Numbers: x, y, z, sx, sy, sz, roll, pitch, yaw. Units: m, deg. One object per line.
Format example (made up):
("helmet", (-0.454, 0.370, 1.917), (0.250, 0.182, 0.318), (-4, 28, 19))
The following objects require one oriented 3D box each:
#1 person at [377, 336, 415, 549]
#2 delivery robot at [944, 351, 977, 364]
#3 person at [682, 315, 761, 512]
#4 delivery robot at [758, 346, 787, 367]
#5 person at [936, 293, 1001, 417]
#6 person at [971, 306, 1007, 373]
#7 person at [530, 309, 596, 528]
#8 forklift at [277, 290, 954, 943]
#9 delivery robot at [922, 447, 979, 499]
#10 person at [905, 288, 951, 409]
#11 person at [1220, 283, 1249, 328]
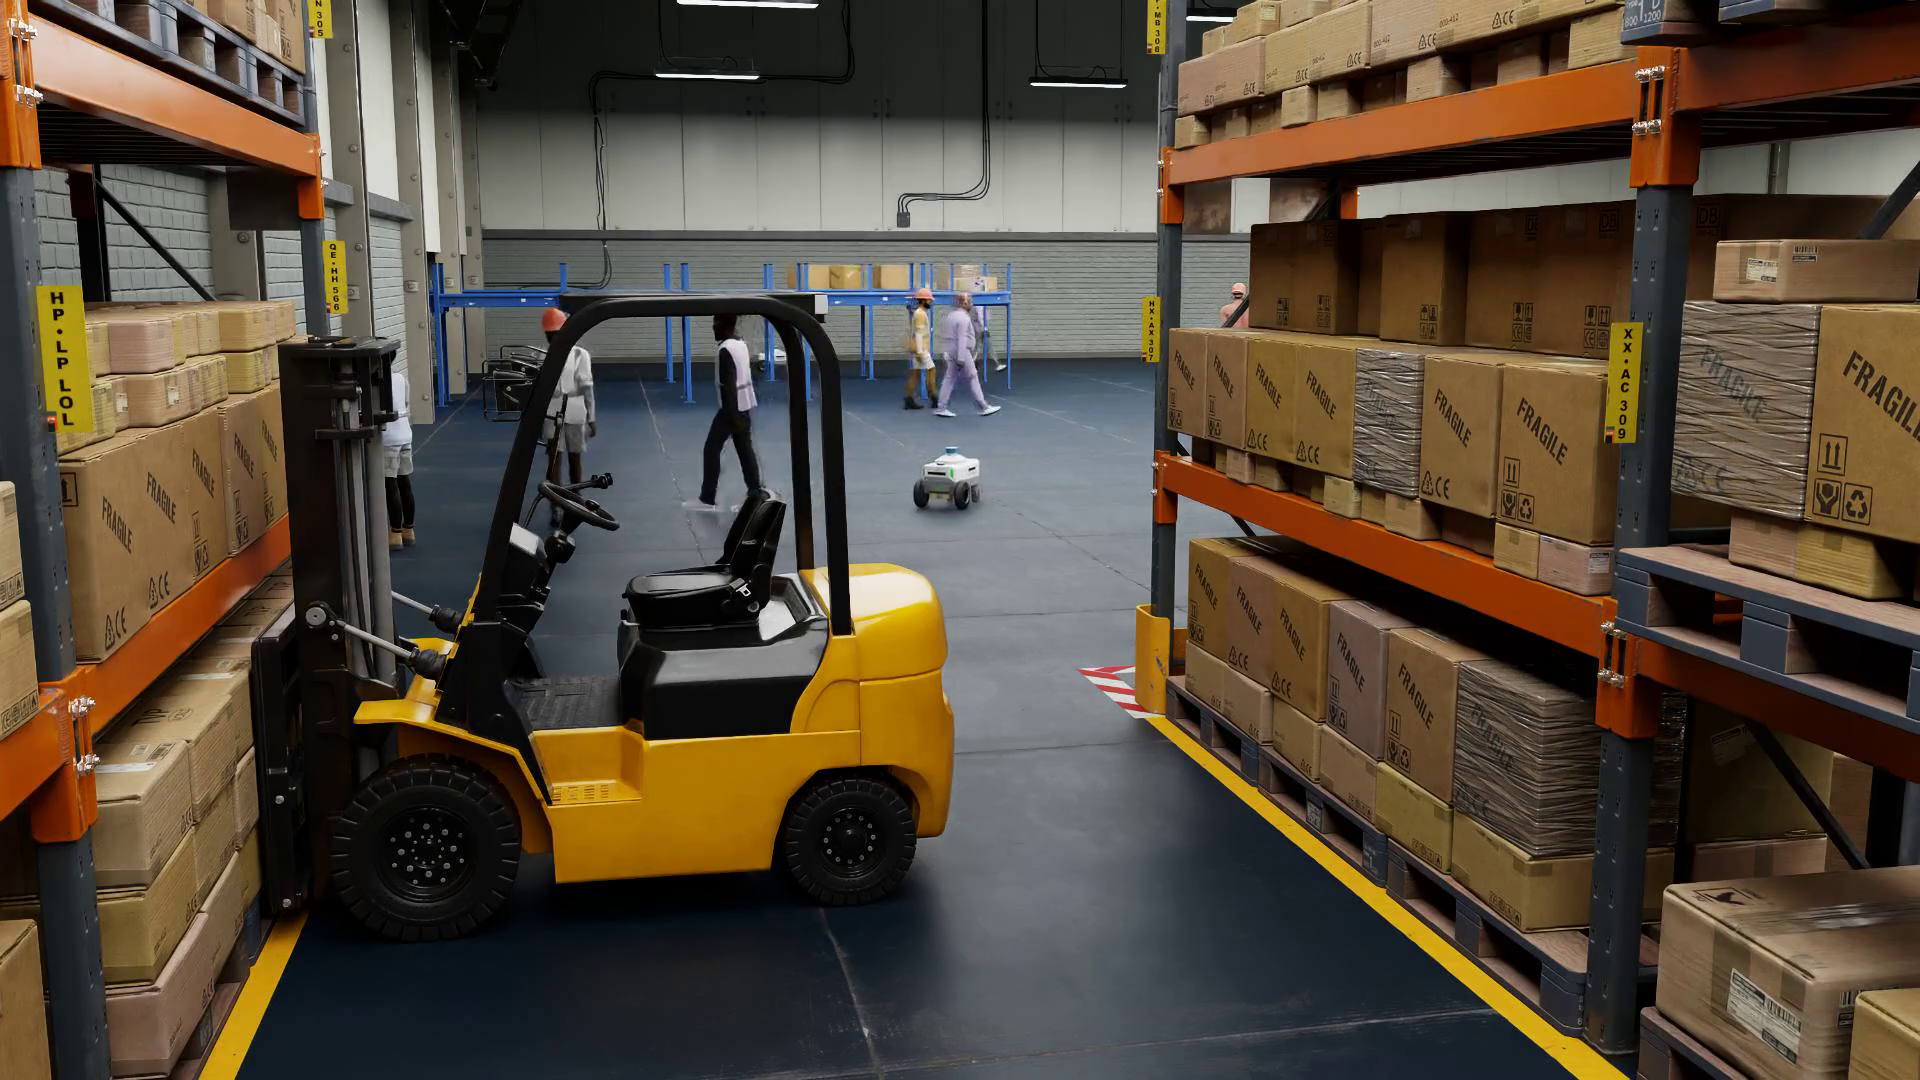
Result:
("person", (-4.580, -0.779, 13.336), (0.322, 1.697, 0.531), (1, 9, 8))
("delivery robot", (0.007, -3.993, 36.249), (0.707, 0.478, 0.477), (2, 10, 10))
("person", (-2.208, -1.194, 15.285), (0.869, 1.881, 0.611), (2, 9, 10))
("delivery robot", (-3.980, -3.937, 35.907), (0.707, 0.478, 0.477), (1, 9, 4))
("person", (0.088, -2.770, 24.979), (0.990, 1.852, 0.660), (-3, 10, -17))
("person", (0.540, -4.474, 35.318), (1.010, 1.870, 0.593), (5, 11, 30))
("person", (-3.506, -1.093, 14.690), (0.562, 1.896, 0.982), (-2, 9, -11))
("forklift", (-1.179, 0.175, 6.143), (2.313, 2.155, 1.214), (-2, 10, -12))
("delivery robot", (-0.084, -0.642, 15.823), (0.477, 0.478, 0.707), (4, 10, 22))
("person", (-0.493, -3.025, 26.385), (0.849, 1.903, 0.588), (-1, 9, -4))
("person", (4.546, -3.204, 27.226), (0.612, 1.991, 0.392), (0, 9, 0))
